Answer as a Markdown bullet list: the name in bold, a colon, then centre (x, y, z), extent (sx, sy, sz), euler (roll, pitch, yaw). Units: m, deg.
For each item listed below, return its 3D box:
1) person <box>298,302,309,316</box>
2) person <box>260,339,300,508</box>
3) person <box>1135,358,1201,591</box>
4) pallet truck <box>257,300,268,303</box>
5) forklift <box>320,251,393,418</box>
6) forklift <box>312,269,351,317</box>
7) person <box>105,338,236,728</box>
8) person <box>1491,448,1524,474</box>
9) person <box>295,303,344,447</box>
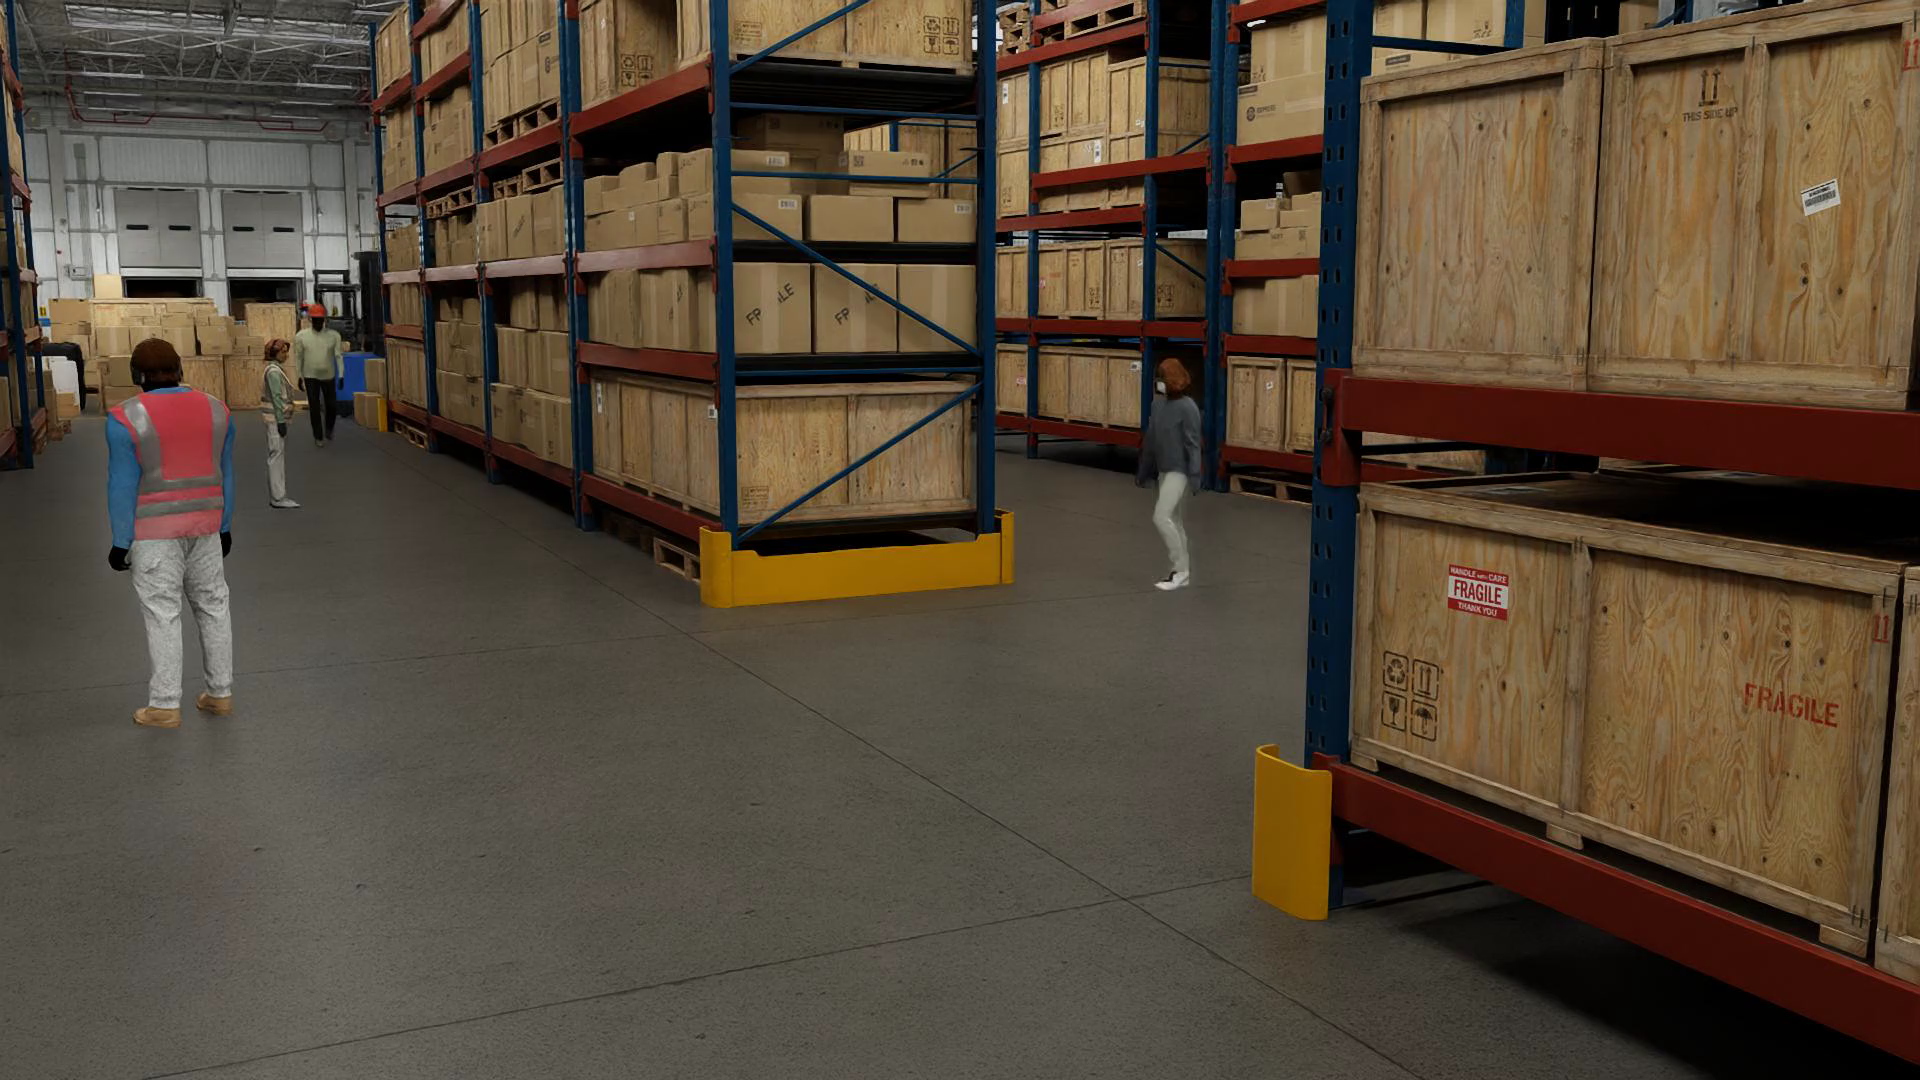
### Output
- **person**: centre (-23.275, -7.532, 59.345), extent (0.568, 1.914, 0.577), euler (1, 8, 5)
- **person**: centre (-6.607, -1.125, 16.117), extent (0.314, 1.637, 0.514), euler (-4, 9, -23)
- **person**: centre (1.445, -0.442, 11.485), extent (0.456, 1.618, 0.500), euler (-3, 9, -21)
- **pallet truck**: centre (-23.913, -7.404, 58.171), extent (1.885, 1.965, 0.823), euler (-1, 8, -9)
- **forklift**: centre (-10.012, -3.539, 28.492), extent (1.873, 2.768, 1.129), euler (-5, 10, -32)
- **forklift**: centre (-17.230, -6.040, 45.740), extent (1.129, 2.768, 1.873), euler (-5, 10, -33)
- **person**: centre (-3.746, -0.033, 7.900), extent (0.430, 1.838, 0.619), euler (6, 10, 34)
- **person**: centre (4.278, -0.792, 12.984), extent (0.660, 1.880, 0.602), euler (-1, 8, -5)
- **person**: centre (-8.799, -2.268, 22.860), extent (0.628, 1.977, 0.675), euler (-3, 9, -22)
